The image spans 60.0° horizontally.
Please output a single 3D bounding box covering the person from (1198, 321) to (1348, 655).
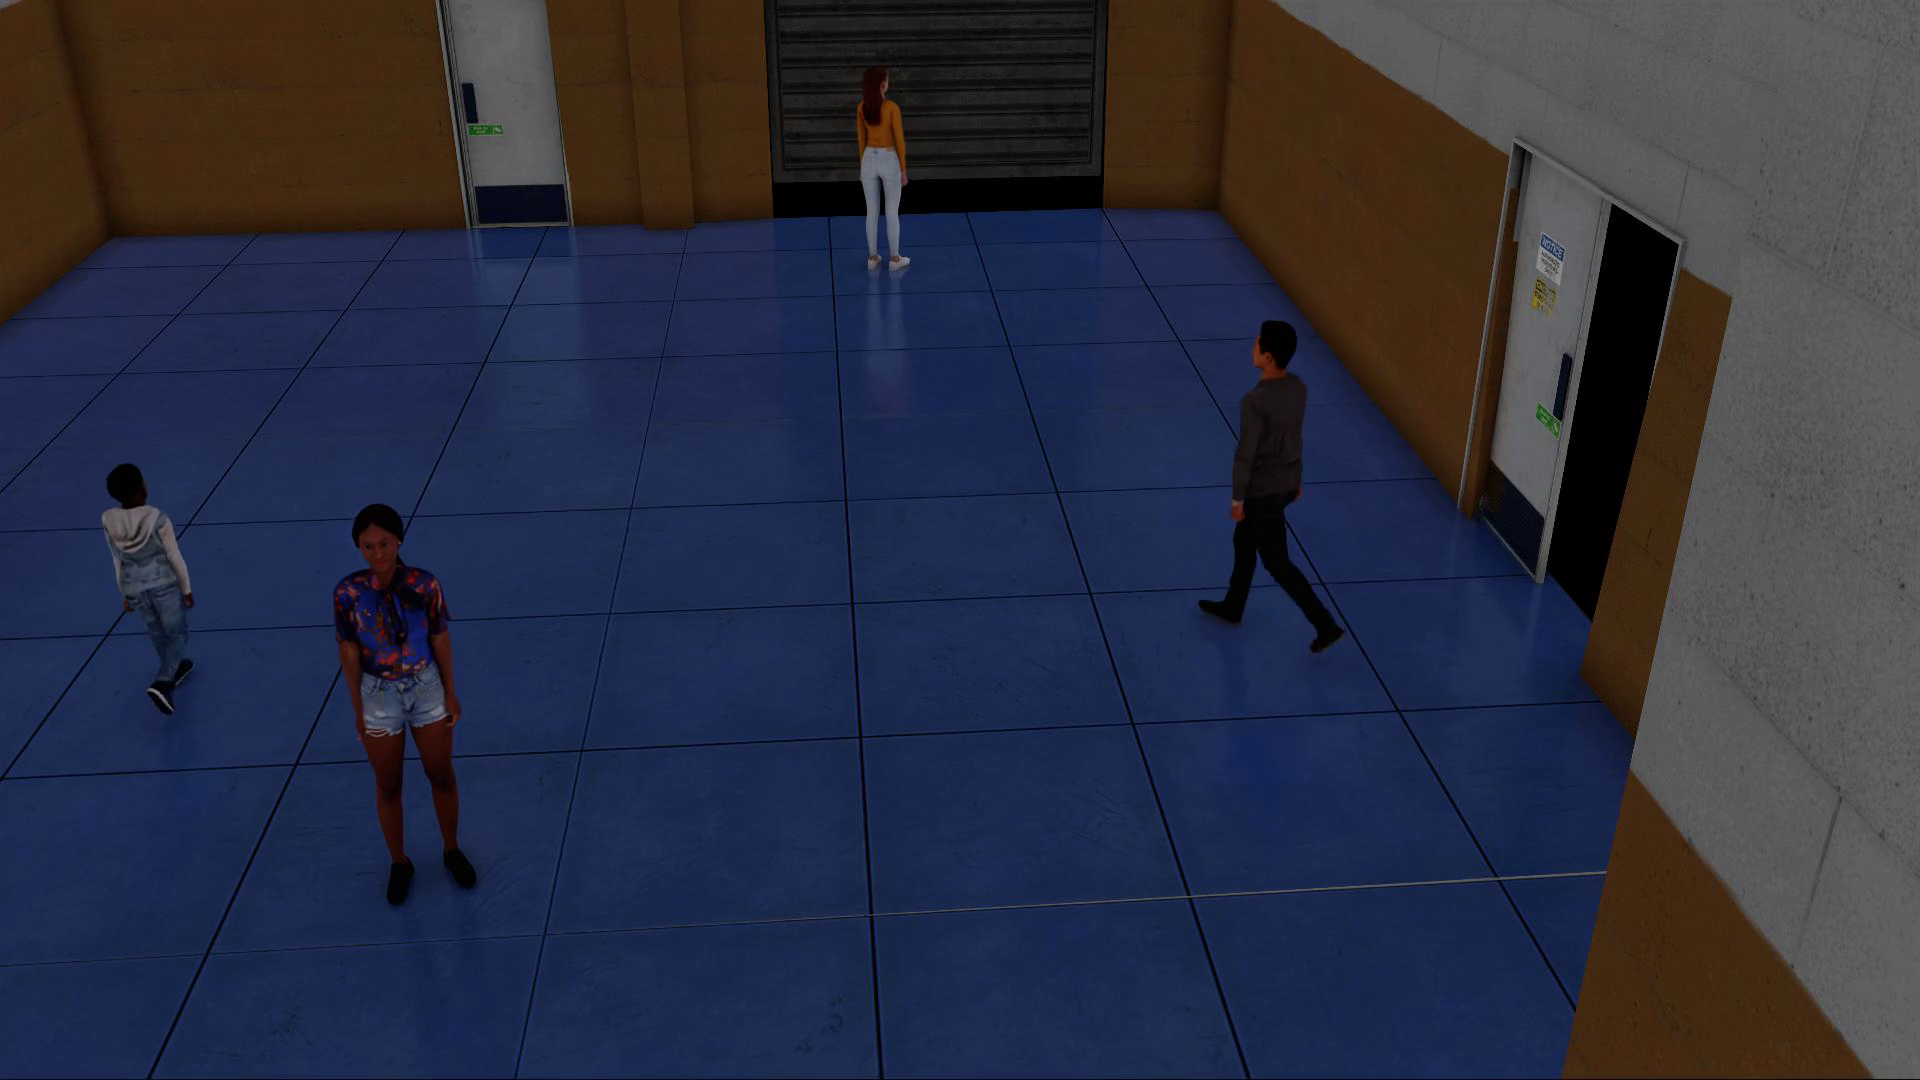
[{"bbox_3d":[1.644,-0.216,8.435,1.137,1.733,1.189,2,27,3],"label":"person"}]

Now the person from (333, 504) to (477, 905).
[{"bbox_3d":[-2.240,0.656,6.707,0.545,1.741,0.701,-10,28,-18],"label":"person"}]

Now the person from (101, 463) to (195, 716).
[{"bbox_3d":[-3.941,0.244,8.066,0.753,1.245,0.569,-1,27,-2],"label":"person"}]

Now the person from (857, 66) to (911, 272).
[{"bbox_3d":[-0.677,-3.179,14.258,0.630,1.750,0.735,9,28,18],"label":"person"}]
